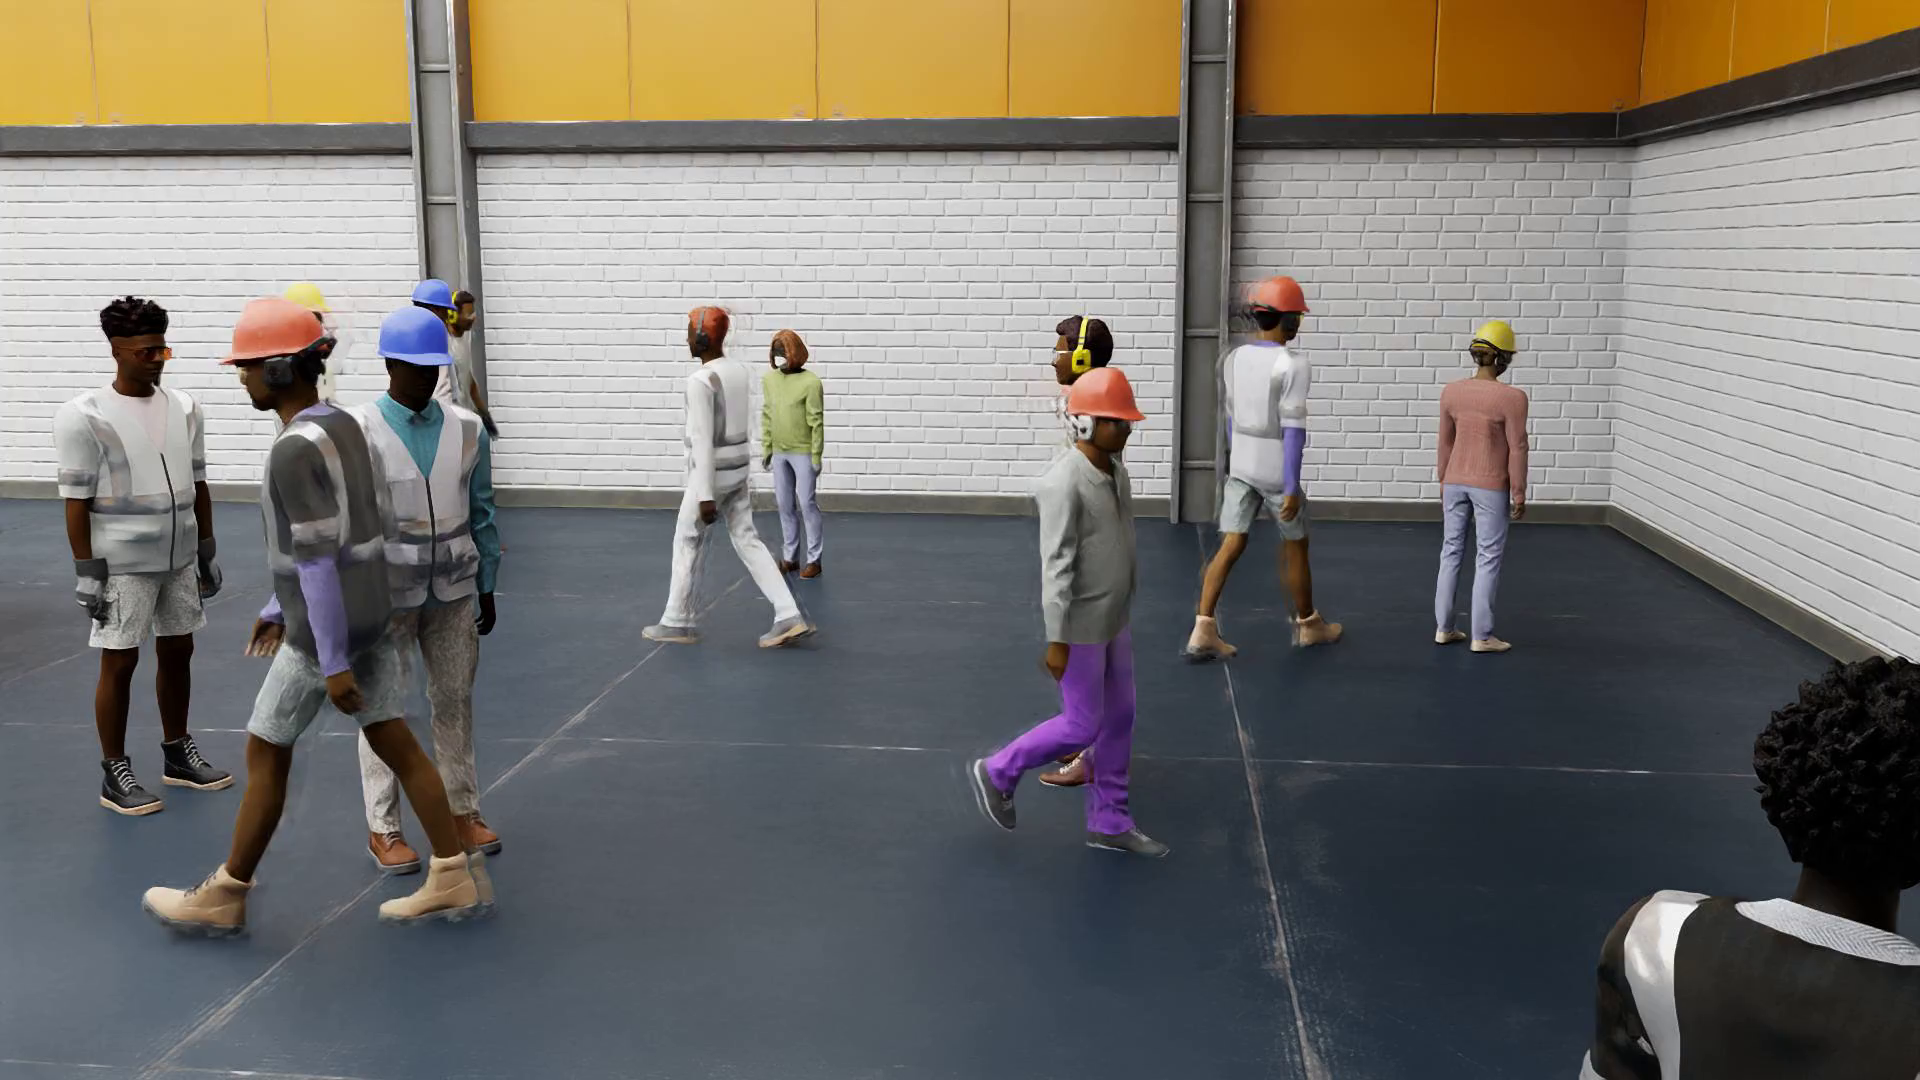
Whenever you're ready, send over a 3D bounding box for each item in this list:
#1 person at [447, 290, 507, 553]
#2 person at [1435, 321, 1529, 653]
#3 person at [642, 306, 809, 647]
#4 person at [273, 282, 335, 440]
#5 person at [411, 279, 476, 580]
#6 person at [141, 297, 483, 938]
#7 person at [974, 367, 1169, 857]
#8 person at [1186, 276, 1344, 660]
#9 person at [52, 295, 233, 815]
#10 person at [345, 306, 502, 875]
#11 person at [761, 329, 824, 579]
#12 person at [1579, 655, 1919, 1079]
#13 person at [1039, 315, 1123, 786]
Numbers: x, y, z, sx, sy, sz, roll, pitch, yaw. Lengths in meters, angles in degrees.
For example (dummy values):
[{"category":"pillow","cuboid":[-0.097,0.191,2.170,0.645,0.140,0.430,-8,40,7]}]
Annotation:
[{"category":"person","cuboid":[-3.447,-0.816,11.642,0.712,1.841,0.540,-1,10,-7]},{"category":"person","cuboid":[2.770,-0.276,8.815,0.343,1.755,0.531,-8,13,-39]},{"category":"person","cuboid":[-1.256,-0.325,8.872,0.970,1.846,0.585,4,11,23]},{"category":"person","cuboid":[-4.037,-0.627,10.326,0.386,1.927,0.589,2,10,9]},{"category":"person","cuboid":[-3.377,-0.697,10.691,0.395,1.941,0.601,-7,12,-36]},{"category":"person","cuboid":[-1.995,0.256,5.120,1.026,1.983,0.600,0,10,0]},{"category":"person","cuboid":[0.407,0.255,5.831,0.628,1.732,0.568,6,11,29]},{"category":"person","cuboid":[1.589,-0.366,8.670,1.047,1.996,0.624,-7,12,-36]},{"category":"person","cuboid":[-3.097,0.058,6.328,0.380,1.955,0.607,5,11,26]},{"category":"person","cuboid":[-1.866,0.171,5.733,0.605,1.939,0.415,-9,13,-41]},{"category":"person","cuboid":[-1.079,-0.550,10.773,0.497,1.624,0.309,7,12,37]},{"category":"person","cuboid":[0.952,0.963,1.879,0.318,1.695,0.540,-8,13,-38]},{"category":"person","cuboid":[0.487,0.049,6.613,0.327,1.874,0.521,2,10,10]}]
